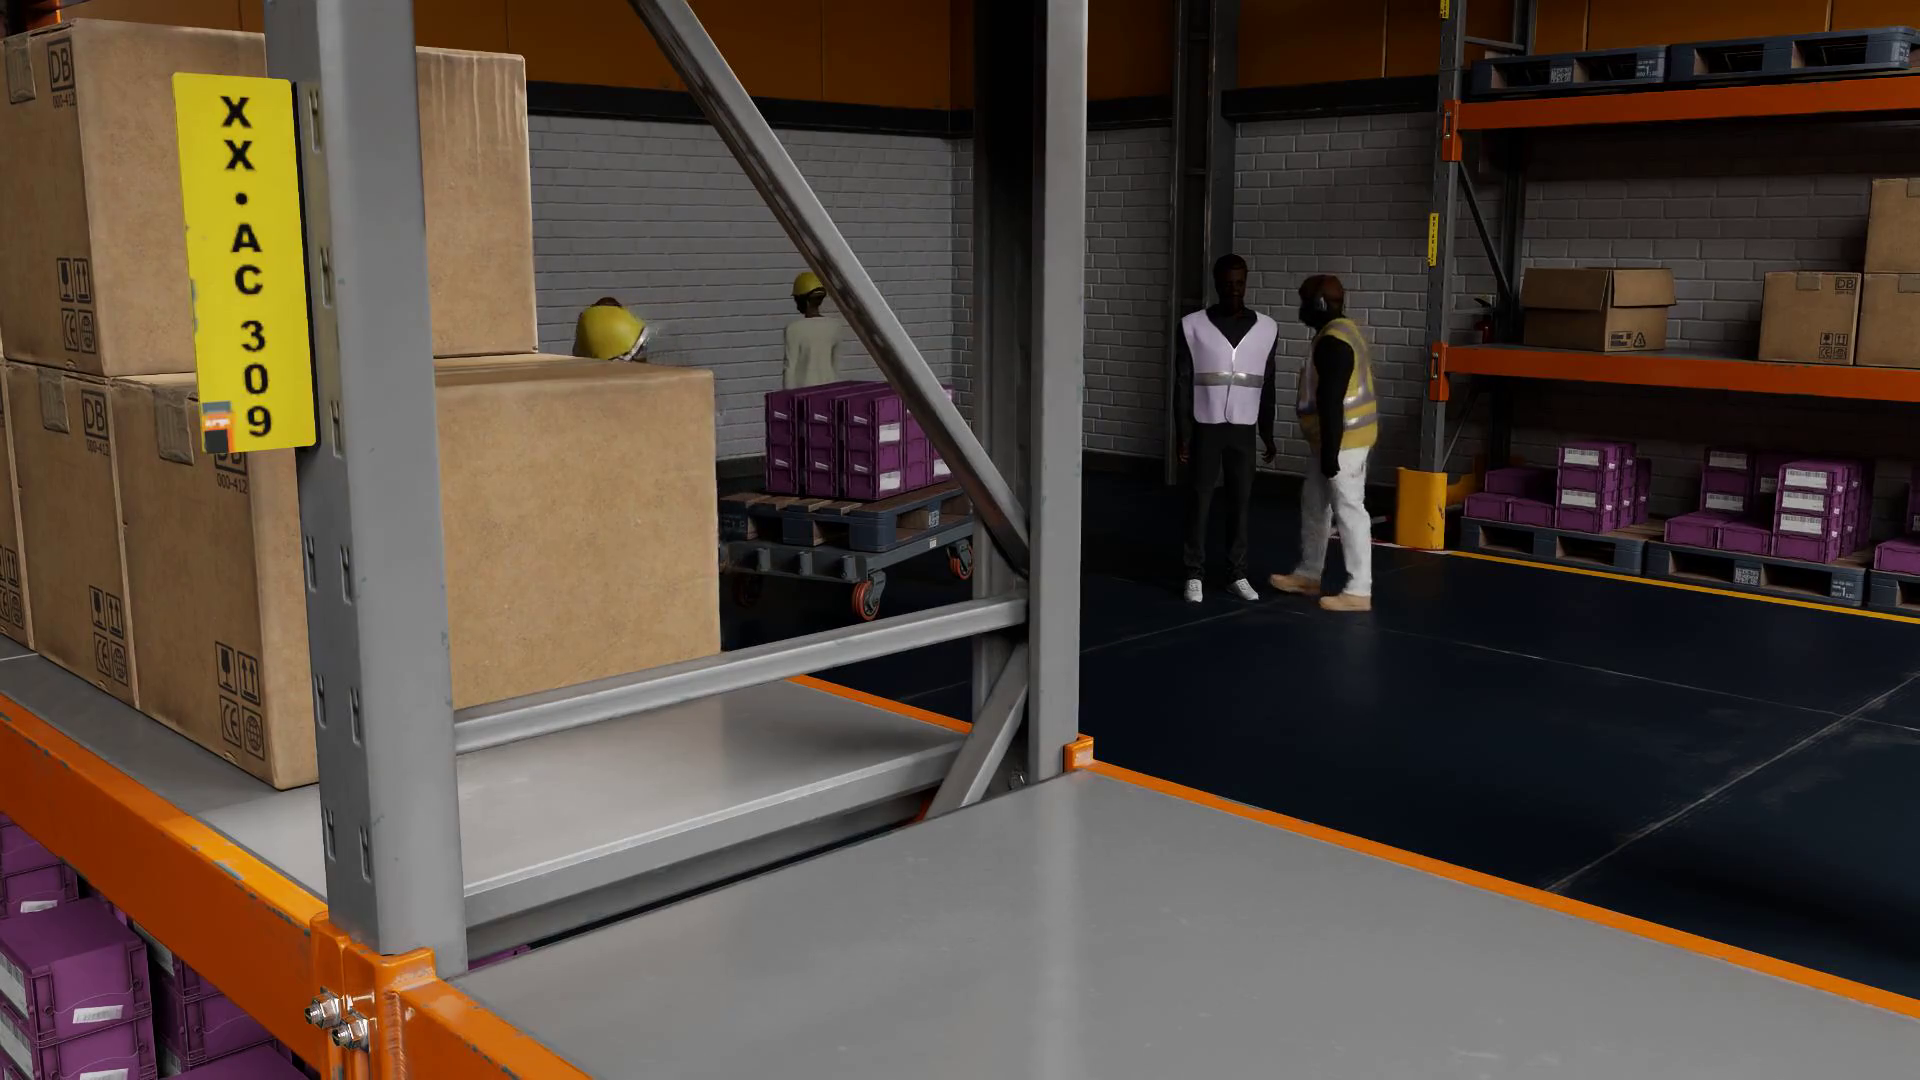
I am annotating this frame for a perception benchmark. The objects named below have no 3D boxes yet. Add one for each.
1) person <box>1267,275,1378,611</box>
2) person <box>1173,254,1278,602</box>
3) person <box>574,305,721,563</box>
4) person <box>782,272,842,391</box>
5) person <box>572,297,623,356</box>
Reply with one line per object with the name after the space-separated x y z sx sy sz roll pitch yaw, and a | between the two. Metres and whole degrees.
1.982 -0.525 9.069 0.615 1.815 0.629 2 11 13 | person
1.470 -0.615 9.241 0.589 1.917 0.393 -1 10 -8 | person
-1.178 0.018 6.190 0.837 1.766 0.719 9 14 41 | person
-1.055 -1.008 11.799 0.536 1.766 0.322 -10 14 -43 | person
-2.314 -0.771 10.888 0.513 1.622 0.291 6 12 30 | person
